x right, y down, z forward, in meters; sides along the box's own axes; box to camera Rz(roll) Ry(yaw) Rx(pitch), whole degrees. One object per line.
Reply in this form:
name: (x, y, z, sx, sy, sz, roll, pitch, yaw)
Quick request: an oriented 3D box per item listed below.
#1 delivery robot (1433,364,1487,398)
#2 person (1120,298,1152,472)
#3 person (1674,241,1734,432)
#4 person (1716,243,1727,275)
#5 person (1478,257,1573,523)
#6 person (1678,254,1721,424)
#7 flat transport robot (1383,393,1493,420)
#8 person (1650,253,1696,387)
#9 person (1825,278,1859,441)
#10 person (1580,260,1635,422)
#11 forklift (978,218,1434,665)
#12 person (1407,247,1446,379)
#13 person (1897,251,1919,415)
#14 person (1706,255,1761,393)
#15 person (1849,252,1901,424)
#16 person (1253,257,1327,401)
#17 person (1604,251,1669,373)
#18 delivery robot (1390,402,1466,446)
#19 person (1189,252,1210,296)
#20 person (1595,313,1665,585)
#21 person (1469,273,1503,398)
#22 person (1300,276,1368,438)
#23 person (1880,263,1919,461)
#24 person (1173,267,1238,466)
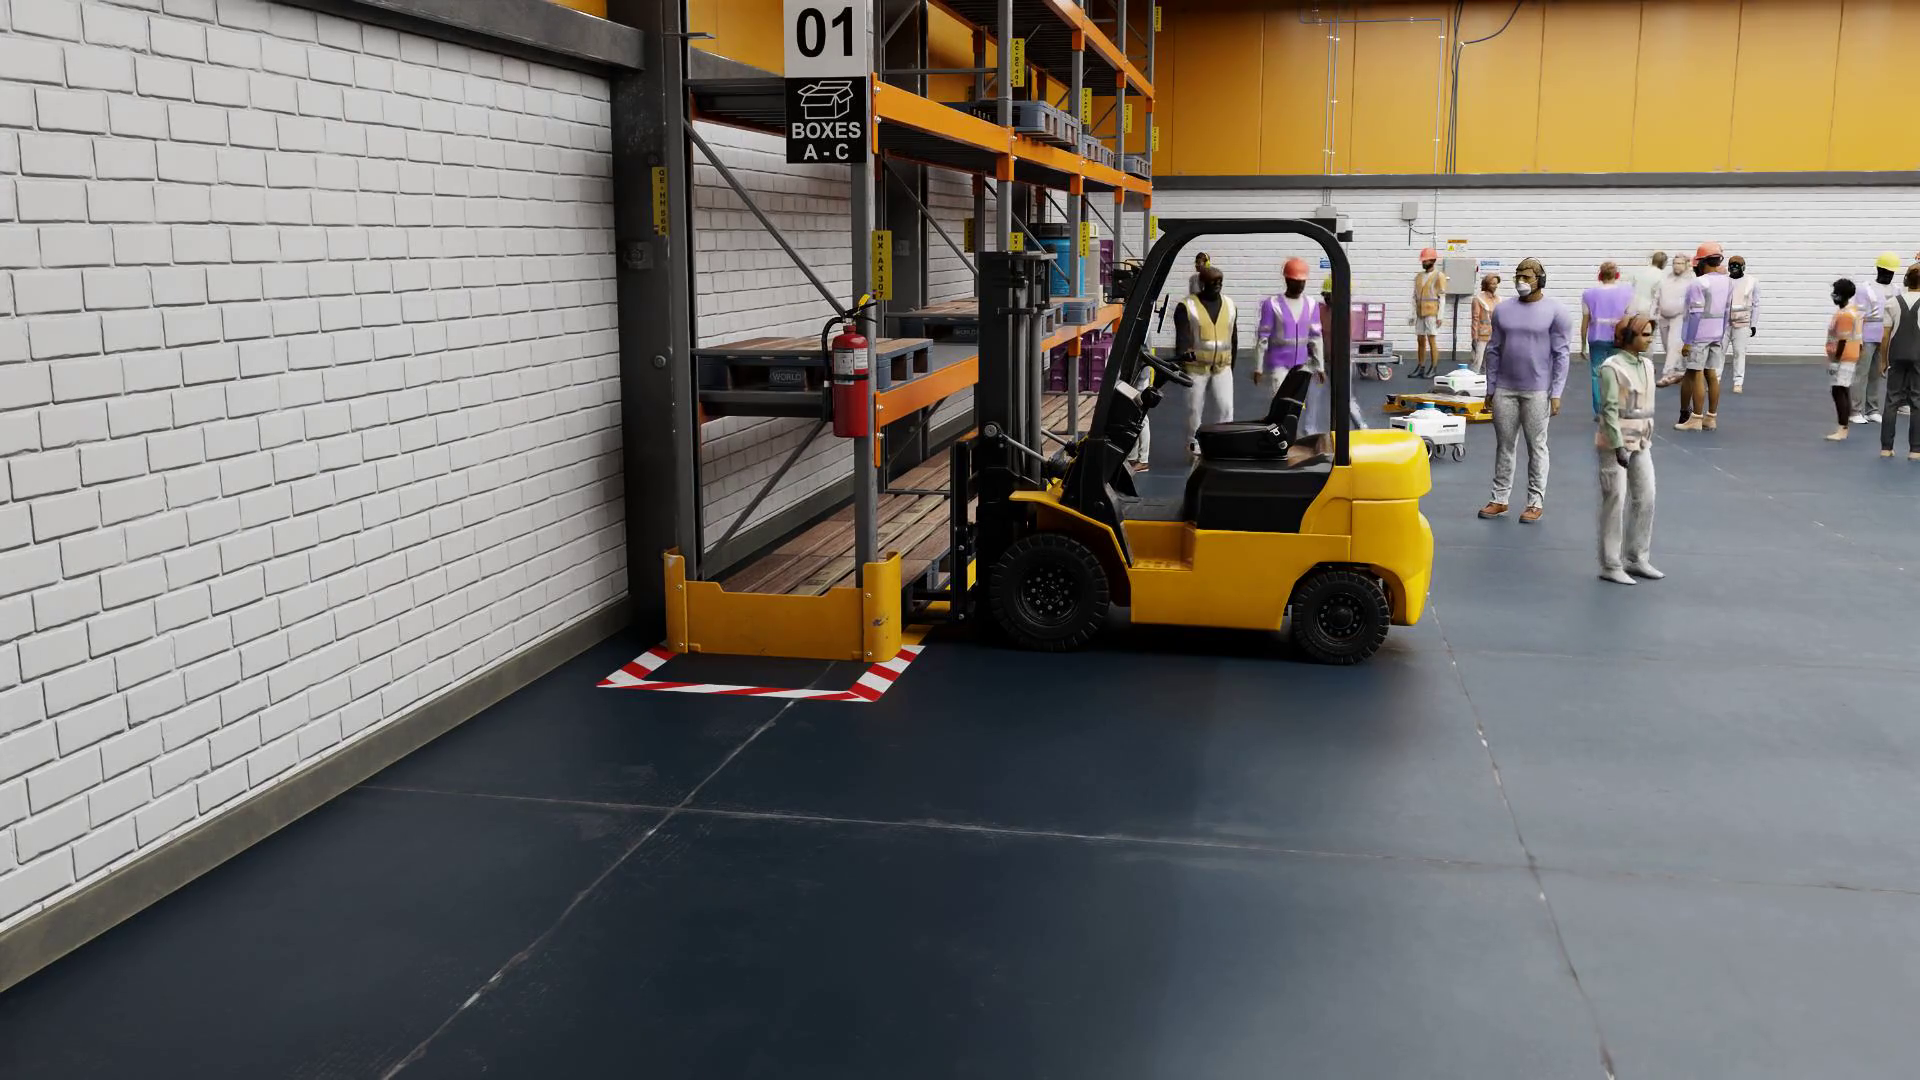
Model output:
delivery robot: (6.057, -1.879, 20.065, 0.707, 0.478, 0.477, -7, 12, -33)
person: (1.551, -1.424, 14.869, 0.285, 1.633, 0.500, -3, 11, -16)
person: (7.988, -2.177, 17.877, 0.615, 2.041, 0.367, -6, 12, -30)
person: (12.059, -3.769, 26.734, 0.387, 1.992, 0.626, 0, 10, -2)
person: (4.149, -1.096, 12.236, 0.628, 1.940, 0.373, 10, 14, 43)
person: (8.180, -2.224, 18.422, 0.354, 1.939, 0.545, 5, 12, 27)
flat transport robot: (5.677, -1.560, 19.352, 0.652, 0.197, 1.431, -6, 12, -30)
person: (10.073, -3.102, 23.441, 0.940, 1.869, 0.645, -6, 12, -31)
person: (9.105, -1.862, 17.184, 0.319, 1.675, 0.669, 5, 11, 26)
person: (7.257, -2.219, 18.699, 0.561, 1.827, 0.493, 3, 11, 17)
forklift: (1.285, -0.567, 8.635, 2.313, 2.155, 1.214, 2, 11, 11)
person: (6.892, -3.347, 24.581, 0.372, 1.935, 0.553, -6, 12, -29)
person: (11.316, -2.469, 19.635, 0.611, 1.985, 0.393, -9, 14, -40)
person: (10.386, -2.896, 22.369, 0.633, 1.842, 0.429, 7, 12, 33)
person: (10.297, -2.260, 18.674, 0.585, 1.918, 0.380, -3, 11, -17)
person: (2.957, -1.550, 14.804, 0.574, 1.906, 0.670, -4, 11, -20)
person: (10.334, -3.456, 25.330, 0.853, 1.892, 0.668, -5, 12, -26)
delivery robot: (4.356, -1.043, 15.484, 0.707, 0.478, 0.477, -5, 11, -26)
person: (3.509, -3.229, 24.128, 0.535, 1.865, 0.312, 7, 13, 35)
person: (4.043, -0.545, 10.063, 0.535, 1.636, 0.380, -7, 13, -34)
person: (6.559, -2.497, 20.738, 0.523, 1.638, 0.310, -6, 12, -31)
person: (3.707, -1.757, 16.431, 0.761, 1.732, 0.524, -9, 14, -40)
person: (8.912, -1.665, 15.609, 0.506, 1.847, 0.343, 10, 14, 43)
person: (2.245, -1.519, 14.888, 0.651, 1.813, 0.811, -2, 11, -12)
